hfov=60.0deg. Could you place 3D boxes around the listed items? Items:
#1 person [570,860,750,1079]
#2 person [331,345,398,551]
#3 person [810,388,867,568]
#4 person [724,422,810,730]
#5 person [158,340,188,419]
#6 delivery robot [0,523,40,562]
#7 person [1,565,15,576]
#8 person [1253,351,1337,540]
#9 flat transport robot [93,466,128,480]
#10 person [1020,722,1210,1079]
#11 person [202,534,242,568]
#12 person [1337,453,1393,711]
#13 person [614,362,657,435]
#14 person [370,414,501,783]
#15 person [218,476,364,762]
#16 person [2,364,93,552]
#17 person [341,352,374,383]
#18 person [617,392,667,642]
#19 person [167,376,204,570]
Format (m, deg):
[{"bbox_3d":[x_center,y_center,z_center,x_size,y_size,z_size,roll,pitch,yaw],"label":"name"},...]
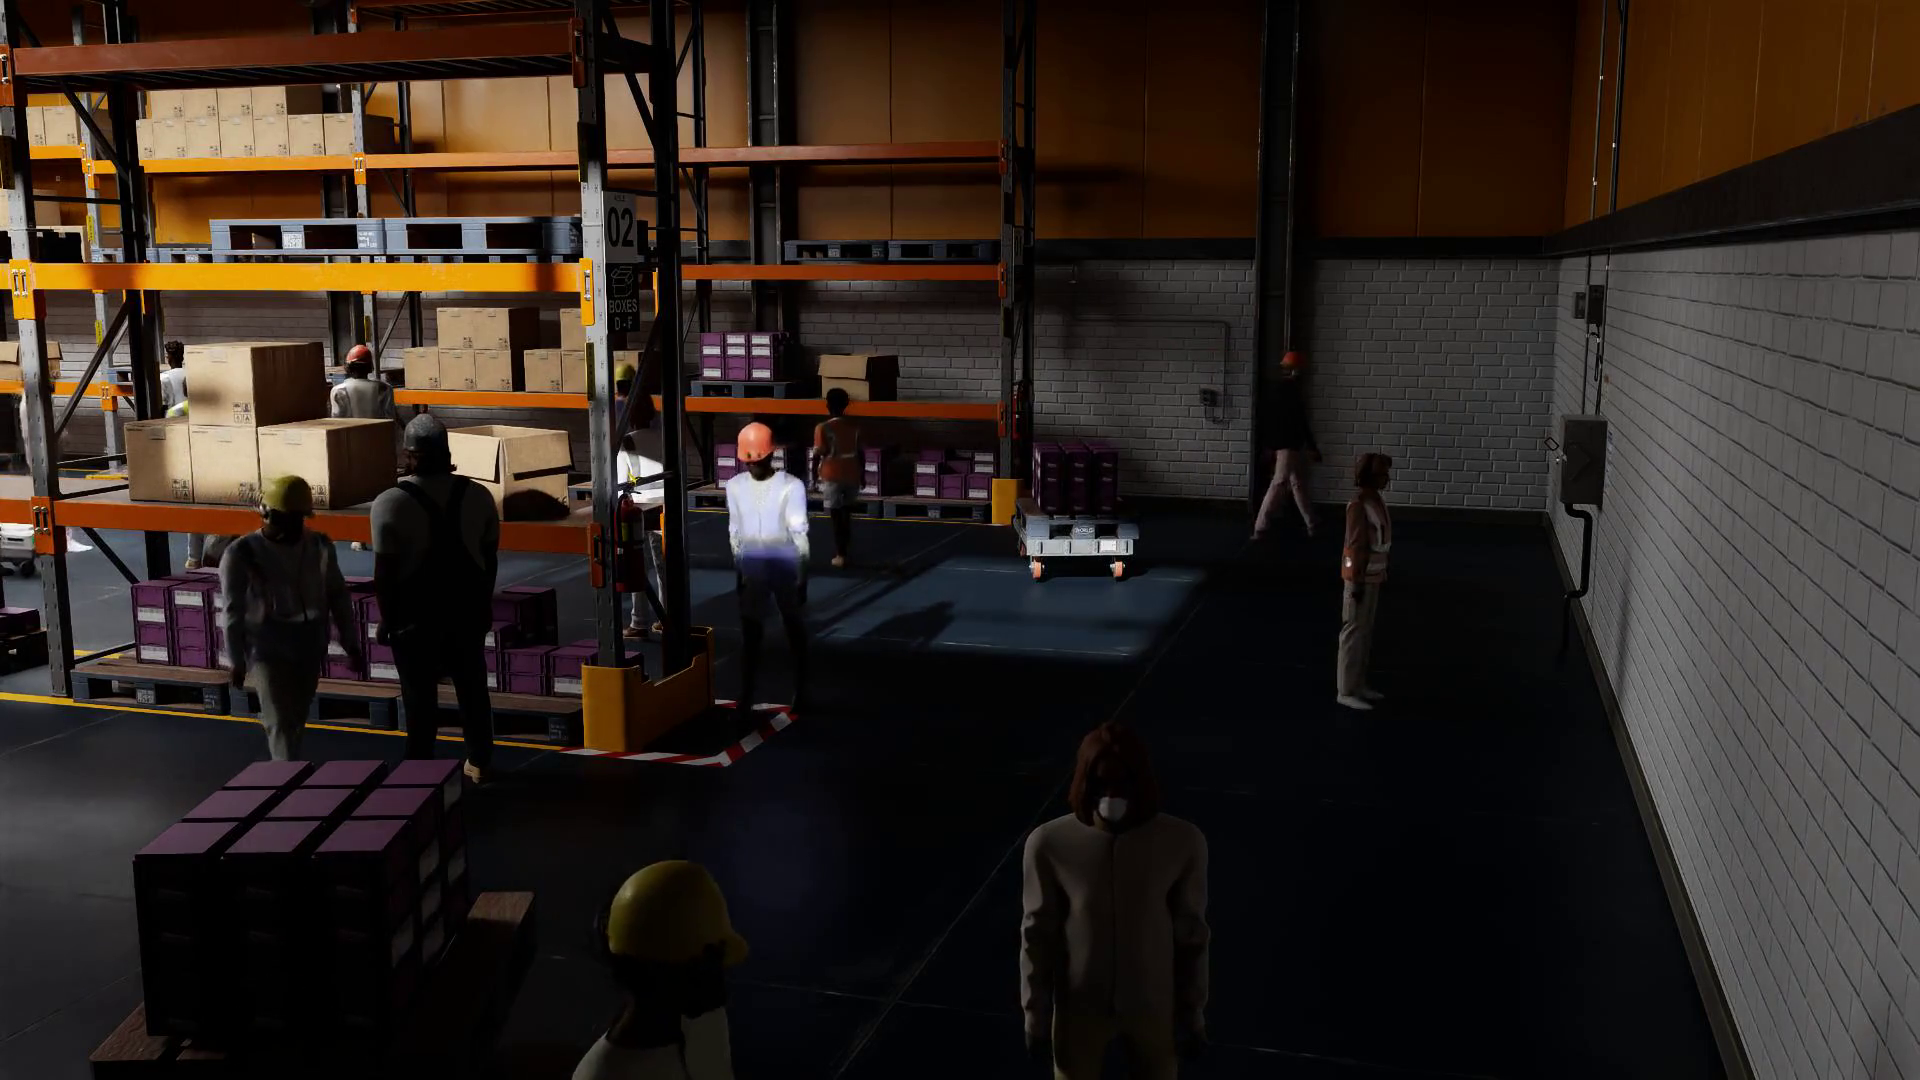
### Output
[{"bbox_3d":[-0.489,1.443,3.149,0.821,1.726,0.544,3,10,16],"label":"person"},{"bbox_3d":[-5.906,-0.912,16.525,0.605,2.045,0.382,-4,10,-25],"label":"person"},{"bbox_3d":[-1.169,-0.591,15.642,0.557,1.677,0.528,-6,11,-34],"label":"person"},{"bbox_3d":[-1.164,0.212,10.190,0.585,1.875,0.928,2,10,13],"label":"person"},{"bbox_3d":[-9.050,-1.329,19.328,0.367,1.958,0.607,7,12,38],"label":"person"},{"bbox_3d":[-8.616,-0.006,15.244,0.707,0.478,0.477,3,10,17],"label":"delivery robot"},{"bbox_3d":[-8.821,-0.599,14.941,0.357,1.937,0.551,2,9,10],"label":"person"},{"bbox_3d":[3.466,-0.967,17.162,0.952,1.947,0.616,-1,9,-4],"label":"person"},{"bbox_3d":[-10.566,-0.804,21.256,0.652,0.197,1.431,-1,9,-3],"label":"flat transport robot"},{"bbox_3d":[0.412,1.276,4.474,0.505,1.623,0.285,0,9,2],"label":"person"},{"bbox_3d":[-5.666,-0.209,12.698,0.848,1.898,0.555,0,9,-3],"label":"person"},{"bbox_3d":[2.591,0.256,10.642,0.310,1.636,0.523,5,11,28],"label":"person"},{"bbox_3d":[-3.160,-0.722,15.769,0.606,1.912,0.637,-4,10,-25],"label":"person"},{"bbox_3d":[-2.837,0.335,8.933,0.678,2.000,0.537,-7,12,-38],"label":"person"},{"bbox_3d":[-3.355,0.556,8.394,0.895,1.766,0.582,7,12,38],"label":"person"},{"bbox_3d":[-8.951,-0.771,16.154,0.736,1.880,0.651,-4,10,-24],"label":"person"},{"bbox_3d":[-7.003,-1.313,19.675,0.883,1.827,0.581,4,10,25],"label":"person"},{"bbox_3d":[-2.373,-0.174,12.523,0.573,1.882,0.356,-9,13,-43],"label":"person"},{"bbox_3d":[-7.047,-0.636,15.499,0.629,1.837,0.429,-7,12,-37],"label":"person"}]
